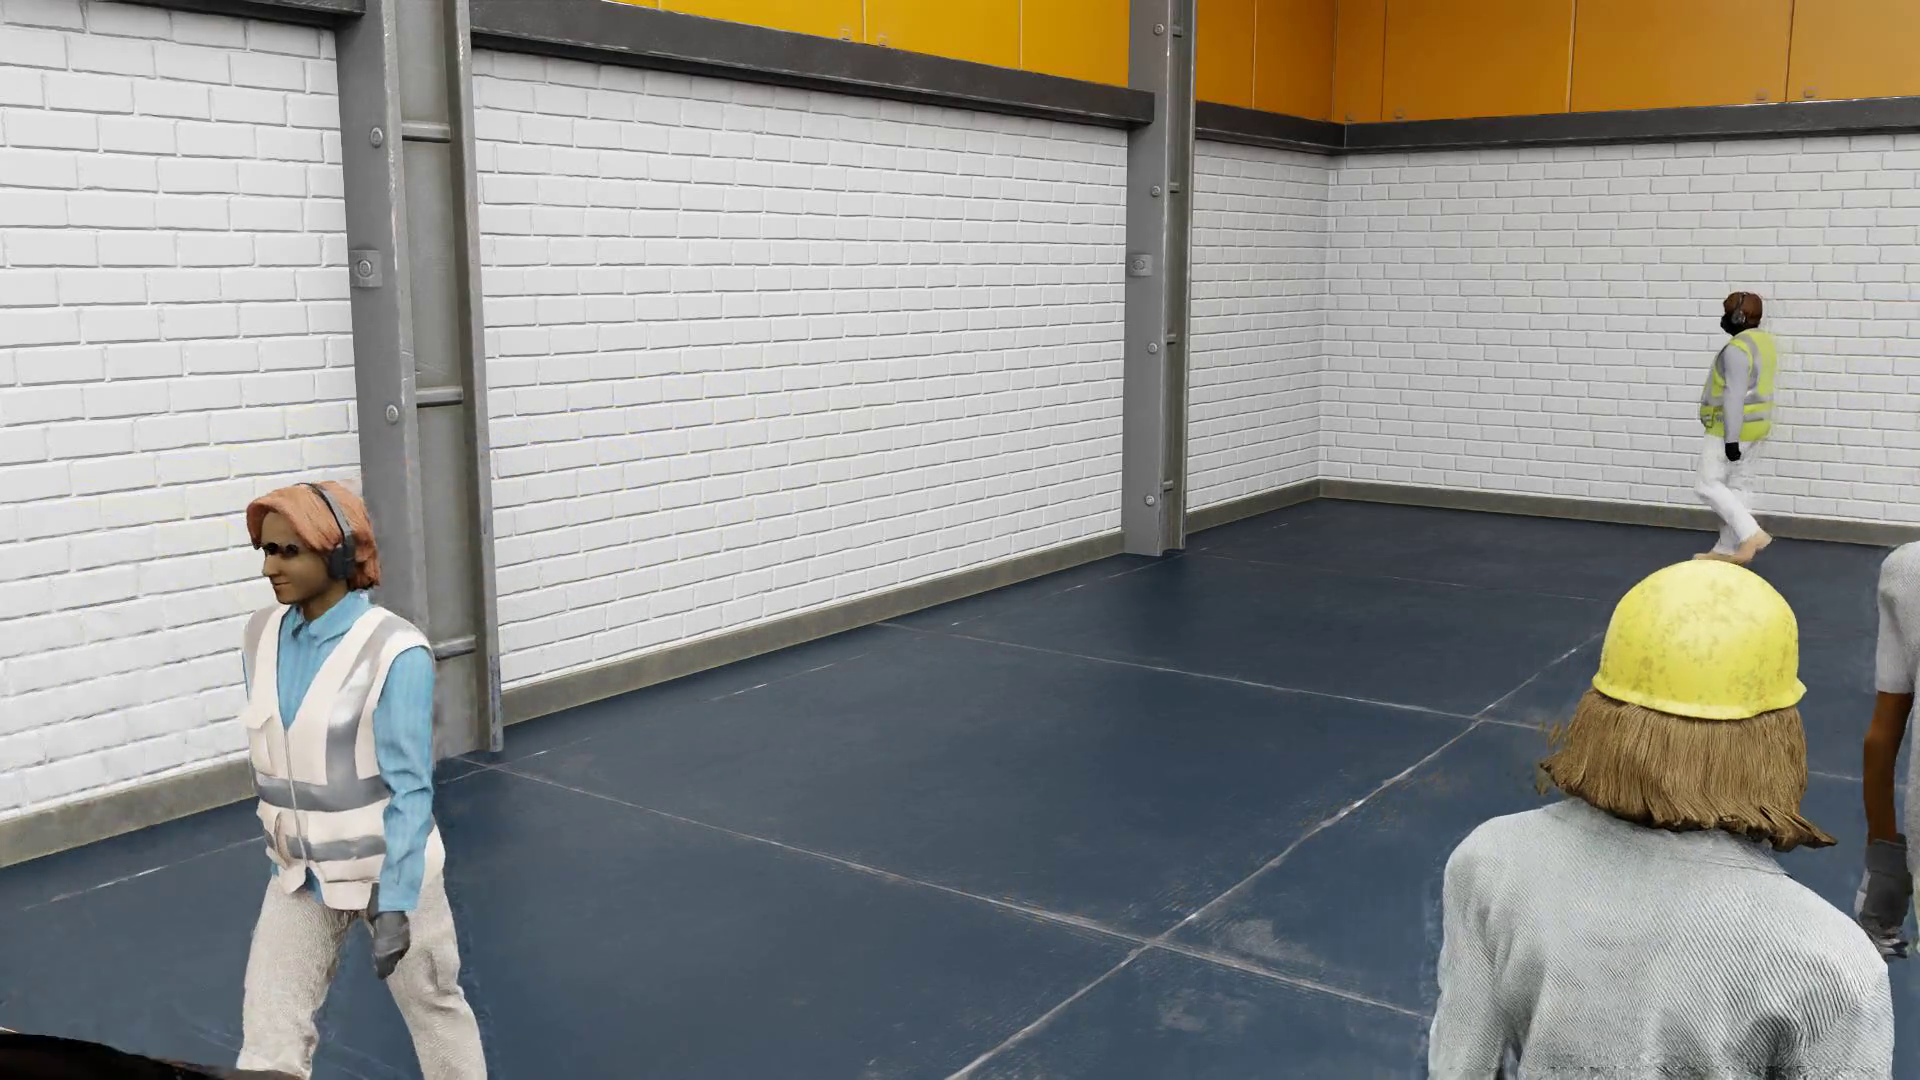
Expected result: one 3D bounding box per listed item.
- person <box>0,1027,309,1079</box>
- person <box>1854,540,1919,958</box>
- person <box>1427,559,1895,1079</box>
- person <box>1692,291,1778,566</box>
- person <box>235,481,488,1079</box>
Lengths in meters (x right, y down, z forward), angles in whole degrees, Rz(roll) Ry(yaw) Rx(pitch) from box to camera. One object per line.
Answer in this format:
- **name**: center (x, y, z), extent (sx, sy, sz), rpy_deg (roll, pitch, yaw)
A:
- **person**: center (-0.535, 0.907, 1.108), extent (0.596, 1.891, 0.939), rpy_deg (2, 10, 13)
- **person**: center (1.835, 0.619, 2.904), extent (0.427, 1.855, 0.546), rpy_deg (-5, 11, -29)
- **person**: center (0.821, 0.859, 1.945), extent (0.918, 1.686, 0.501), rpy_deg (-8, 13, -40)
- **person**: center (5.092, -0.708, 10.890), extent (0.632, 1.827, 0.476), rpy_deg (-9, 13, -43)
- **person**: center (-1.249, 0.682, 3.283), extent (0.540, 1.587, 0.848), rpy_deg (5, 11, 26)
